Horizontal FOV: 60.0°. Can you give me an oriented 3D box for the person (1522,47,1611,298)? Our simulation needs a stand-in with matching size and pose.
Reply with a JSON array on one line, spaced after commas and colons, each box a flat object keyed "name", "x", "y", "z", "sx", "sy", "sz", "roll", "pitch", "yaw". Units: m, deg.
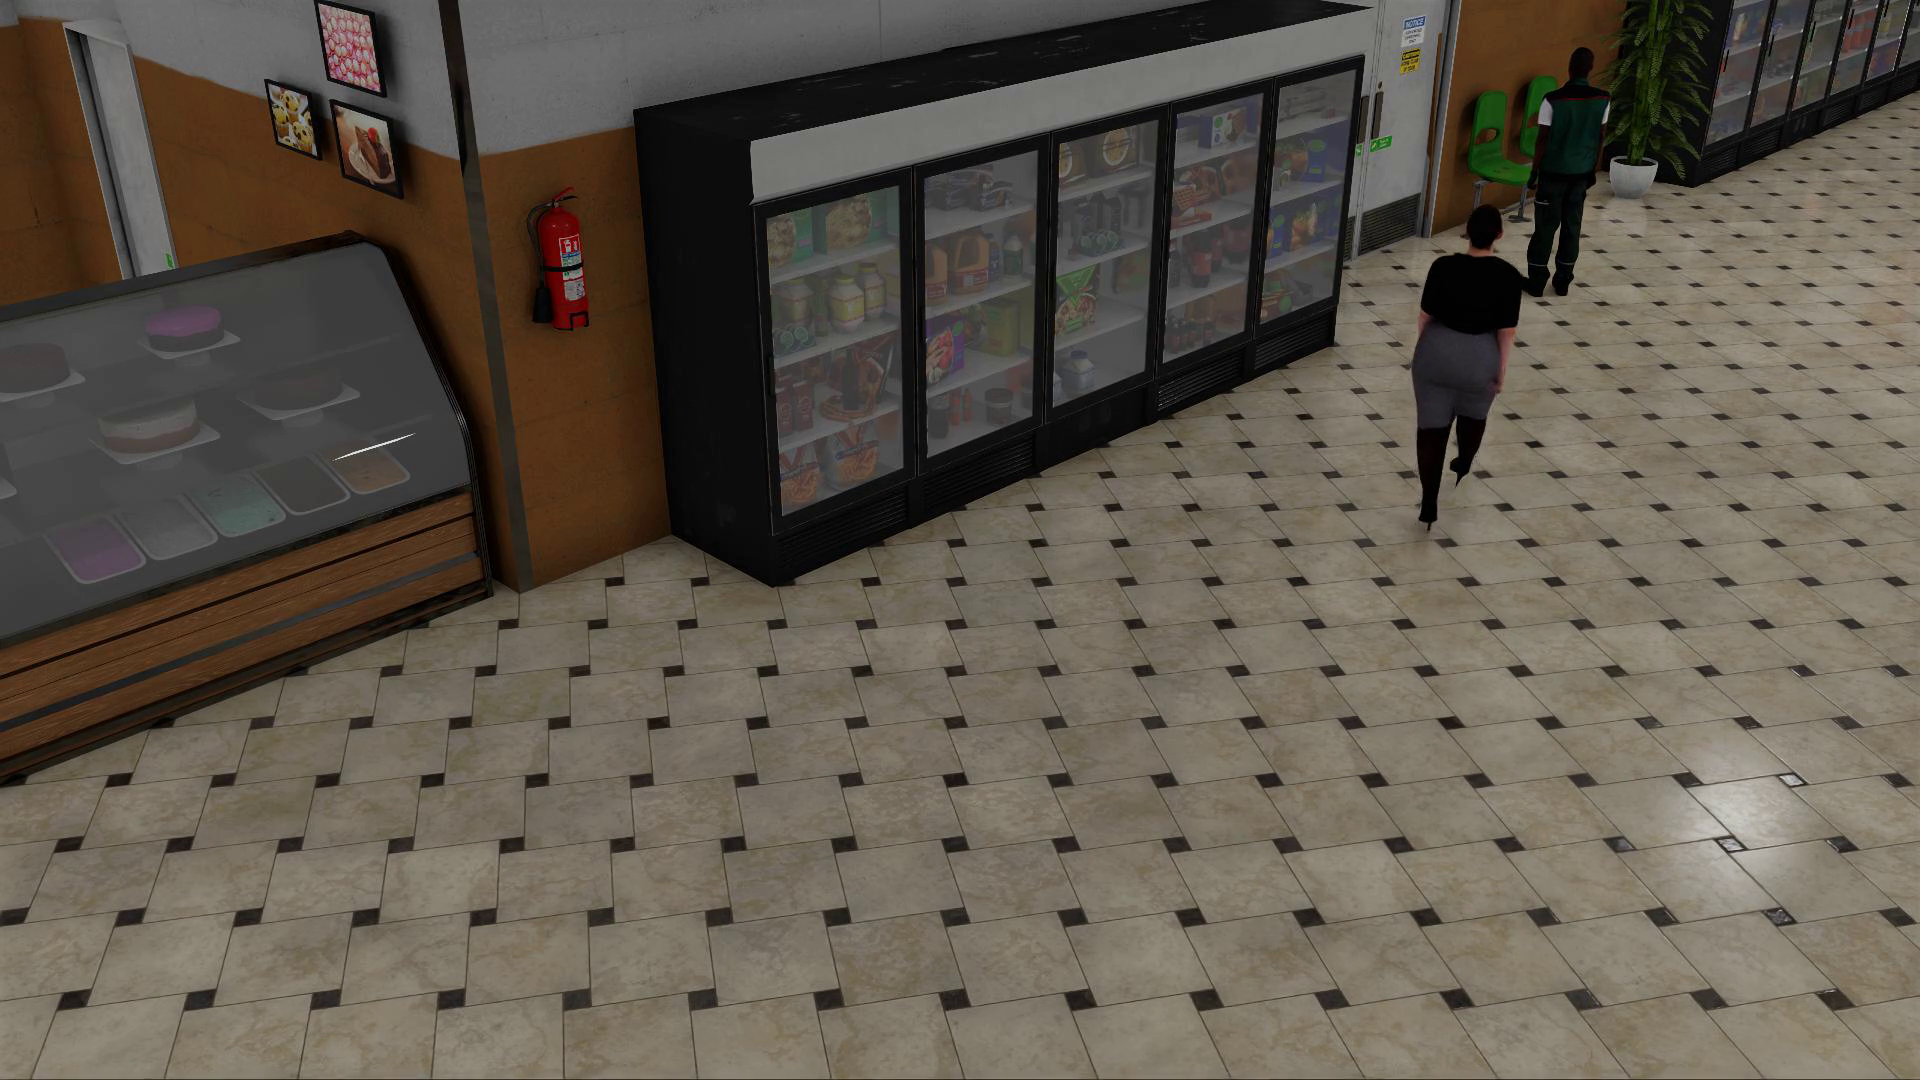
[{"name": "person", "x": 4.492, "y": -2.722, "z": 12.362, "sx": 0.783, "sy": 1.839, "sz": 0.828, "roll": -2, "pitch": 27, "yaw": -4}]

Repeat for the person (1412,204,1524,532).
[{"name": "person", "x": 2.644, "y": -0.869, "z": 8.849, "sx": 1.127, "sy": 1.713, "sz": 1.047, "roll": 8, "pitch": 28, "yaw": 15}]
